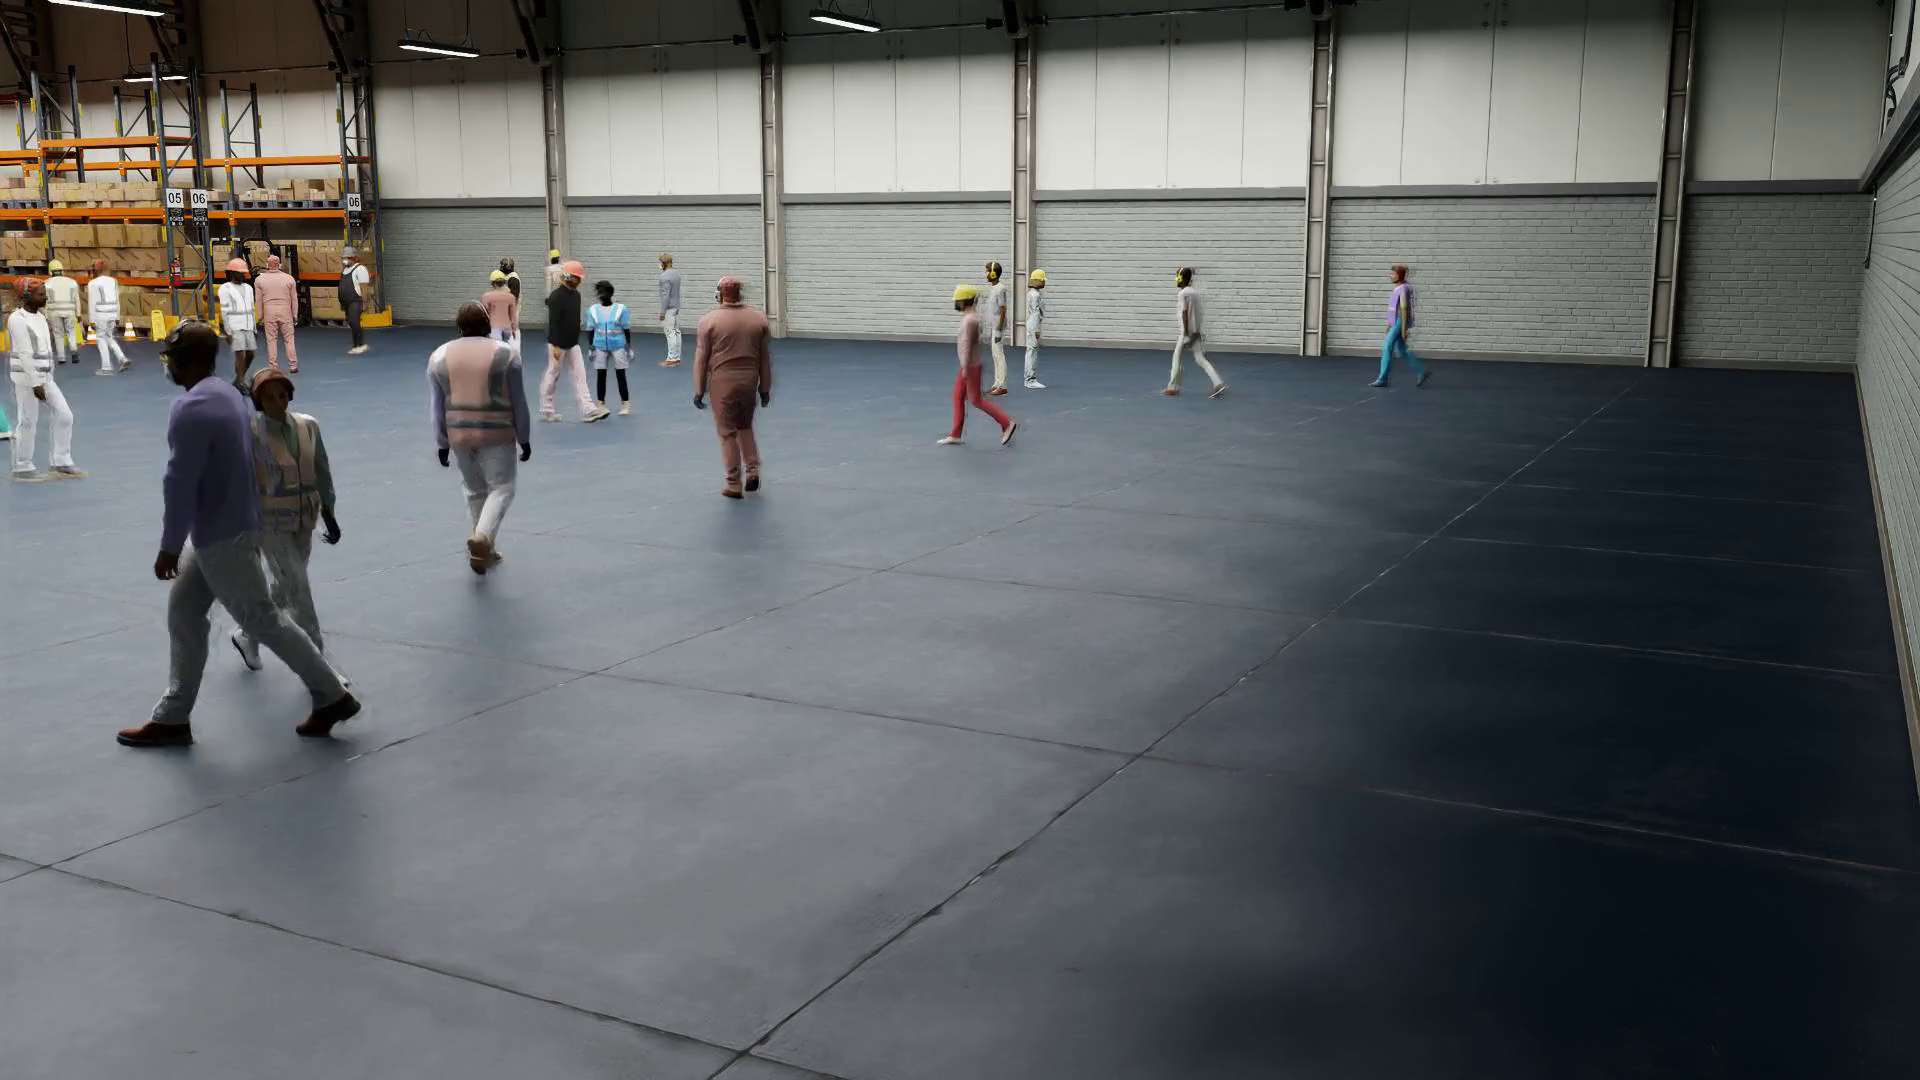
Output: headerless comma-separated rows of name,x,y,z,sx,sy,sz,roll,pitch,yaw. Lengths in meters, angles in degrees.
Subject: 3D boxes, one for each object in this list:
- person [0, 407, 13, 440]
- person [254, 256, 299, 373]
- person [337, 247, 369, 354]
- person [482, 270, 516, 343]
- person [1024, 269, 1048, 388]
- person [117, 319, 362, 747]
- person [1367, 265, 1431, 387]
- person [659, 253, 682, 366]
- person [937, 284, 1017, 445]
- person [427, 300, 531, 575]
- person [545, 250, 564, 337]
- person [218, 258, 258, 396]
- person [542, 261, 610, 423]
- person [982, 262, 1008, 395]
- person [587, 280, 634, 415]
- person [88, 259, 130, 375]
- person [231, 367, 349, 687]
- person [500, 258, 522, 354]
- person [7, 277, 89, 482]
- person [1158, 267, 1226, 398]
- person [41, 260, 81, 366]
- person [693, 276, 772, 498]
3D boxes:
person,-10.859,-1.931,18.183,0.955,1.710,0.542,-1,10,-3
person,-11.111,-3.661,27.073,0.642,1.909,0.399,-4,11,-22
person,-11.446,-4.505,31.309,0.714,2.000,0.538,9,14,40
person,-6.787,-3.129,24.634,0.521,1.737,0.824,-10,14,-44
person,1.127,-3.120,24.576,0.323,1.741,0.491,-1,10,-4
person,-3.196,-0.027,7.326,1.015,1.891,0.628,-3,11,-13
person,6.541,-3.159,24.601,0.867,1.814,0.573,2,11,10
person,-4.987,-3.940,28.521,0.373,1.935,0.628,2,11,11
person,0.183,-1.865,17.770,0.800,1.736,0.526,0,10,1
person,-3.178,-0.669,11.004,0.631,1.824,0.777,1,10,4
person,-8.874,-5.421,36.645,0.369,1.917,0.630,8,13,38
person,-10.108,-2.983,23.345,0.546,1.941,0.547,5,12,25
person,-4.679,-2.356,19.906,0.998,1.927,0.663,5,11,23
person,0.504,-2.961,23.376,0.330,1.866,0.512,-2,11,-9
person,-4.375,-2.399,20.786,0.559,1.694,0.319,0,10,1
person,-13.681,-3.558,26.621,0.461,1.865,0.598,3,11,16
person,-3.445,-0.078,8.352,0.808,1.603,0.512,5,12,26
person,-8.054,-4.113,29.717,0.429,1.844,0.627,-6,12,-28
person,-8.315,-1.438,15.095,0.711,1.859,0.588,0,10,-2
person,3.252,-2.877,23.079,0.997,1.819,0.524,8,13,37
person,-15.458,-3.898,28.589,0.614,1.822,0.414,-9,14,-41
person,-1.956,-1.303,14.253,0.659,1.889,0.445,-7,13,-35
